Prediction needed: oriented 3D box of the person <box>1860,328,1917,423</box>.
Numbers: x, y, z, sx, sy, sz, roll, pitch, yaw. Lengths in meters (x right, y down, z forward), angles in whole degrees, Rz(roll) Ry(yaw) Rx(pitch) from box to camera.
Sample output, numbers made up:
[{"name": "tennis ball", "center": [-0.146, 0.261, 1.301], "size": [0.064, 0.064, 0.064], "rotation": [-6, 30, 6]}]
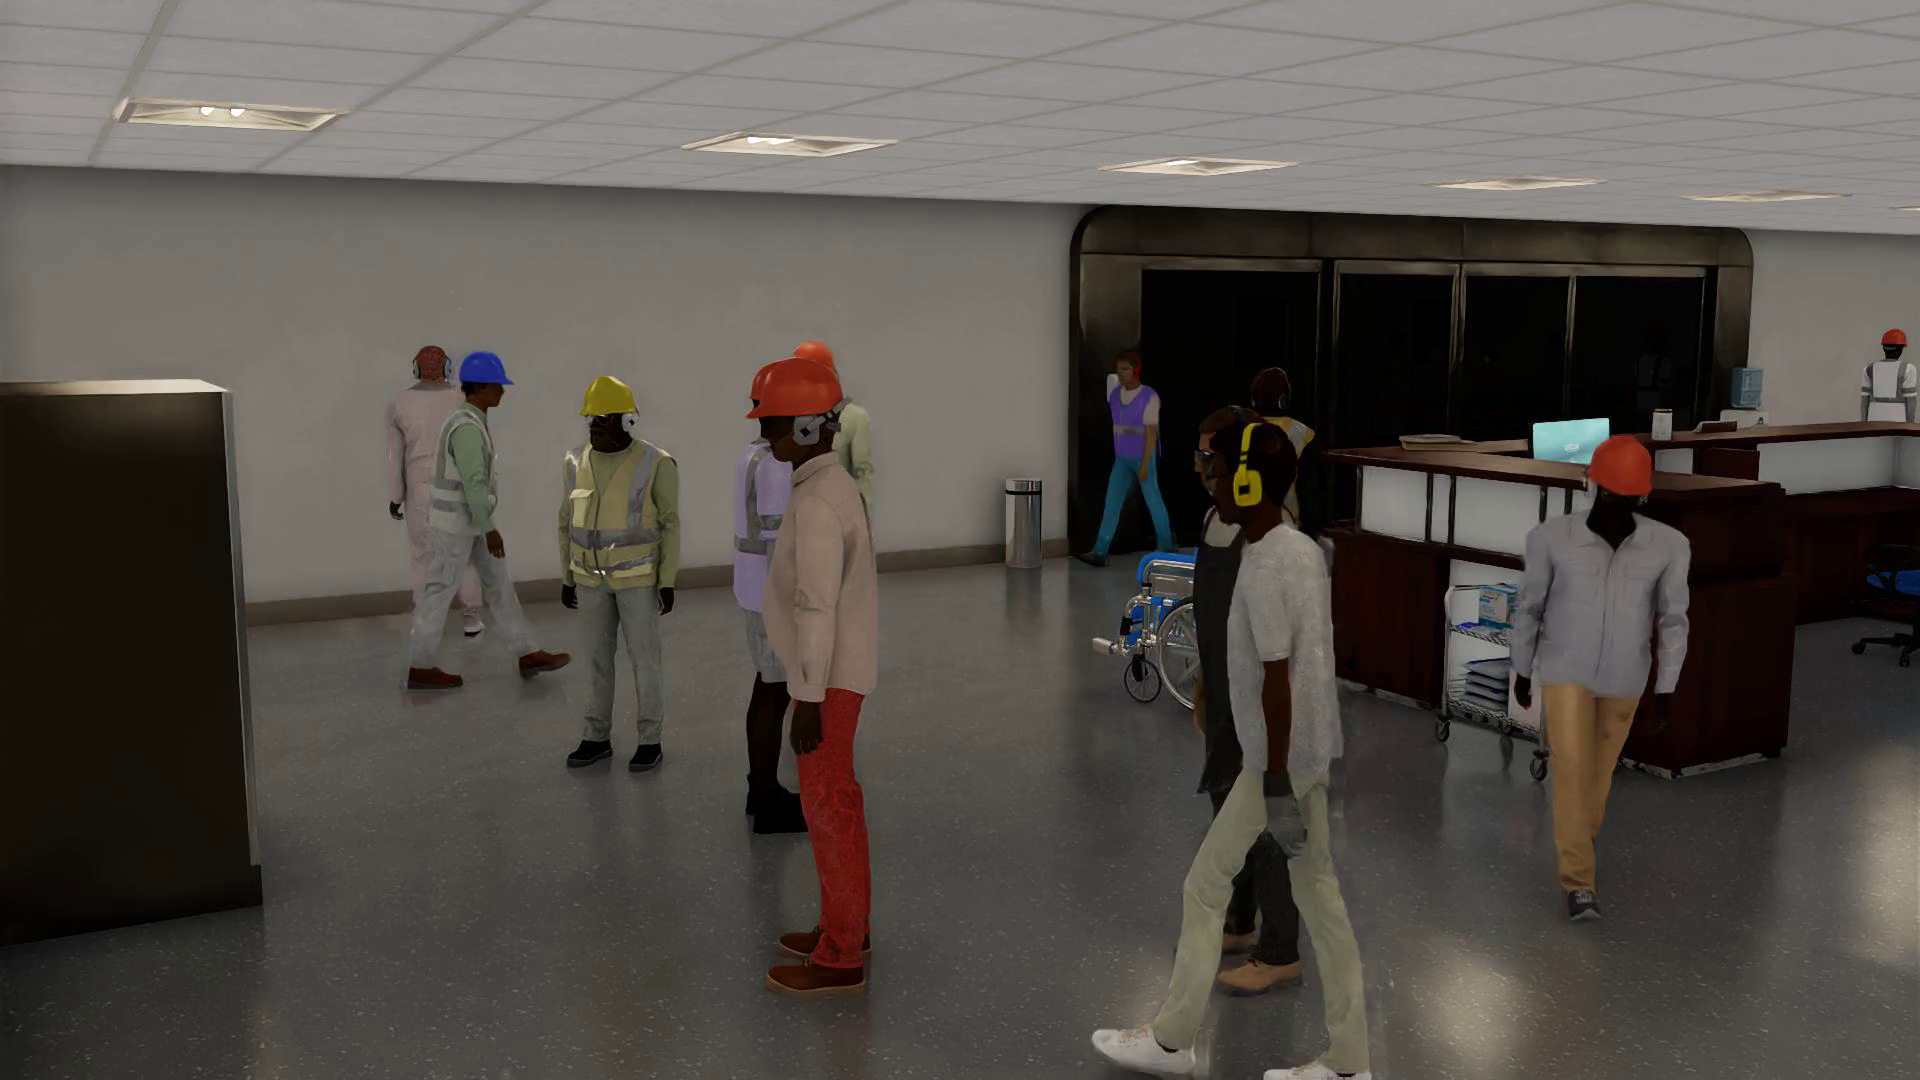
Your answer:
[{"name": "person", "center": [9.755, -1.247, 17.473], "size": [0.364, 1.938, 0.543], "rotation": [-6, 10, -39]}]

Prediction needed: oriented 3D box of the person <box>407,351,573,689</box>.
[{"name": "person", "center": [-2.676, -0.103, 9.343], "size": [0.977, 1.891, 0.608], "rotation": [-1, 8, -9]}]

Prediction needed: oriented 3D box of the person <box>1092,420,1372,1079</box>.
[{"name": "person", "center": [0.748, 0.599, 4.498], "size": [0.872, 1.826, 0.501], "rotation": [5, 9, 30]}]

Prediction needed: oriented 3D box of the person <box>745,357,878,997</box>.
[{"name": "person", "center": [-0.457, 0.425, 5.222], "size": [0.402, 1.987, 0.608], "rotation": [0, 8, -4]}]

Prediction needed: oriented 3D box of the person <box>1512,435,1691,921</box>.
[{"name": "person", "center": [2.251, 0.474, 5.859], "size": [0.558, 1.691, 0.863], "rotation": [1, 8, 9]}]

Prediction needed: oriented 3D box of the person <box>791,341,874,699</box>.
[{"name": "person", "center": [-0.778, -0.101, 9.136], "size": [0.616, 1.950, 0.982], "rotation": [0, 8, 0]}]

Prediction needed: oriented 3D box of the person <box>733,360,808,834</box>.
[{"name": "person", "center": [-0.736, 0.230, 6.834], "size": [0.378, 1.931, 0.545], "rotation": [-2, 8, -15]}]

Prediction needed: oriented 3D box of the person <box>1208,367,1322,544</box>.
[{"name": "person", "center": [1.604, 0.010, 8.767], "size": [0.625, 1.838, 0.430], "rotation": [5, 9, 30]}]

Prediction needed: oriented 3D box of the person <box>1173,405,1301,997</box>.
[{"name": "person", "center": [0.886, 0.495, 5.243], "size": [0.342, 1.837, 0.503], "rotation": [-3, 8, -18]}]

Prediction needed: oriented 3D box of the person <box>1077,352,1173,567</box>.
[{"name": "person", "center": [1.443, -0.662, 13.819], "size": [1.047, 1.781, 0.581], "rotation": [-6, 10, -38]}]

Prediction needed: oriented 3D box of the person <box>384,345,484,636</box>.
[{"name": "person", "center": [-3.387, -0.307, 10.809], "size": [0.639, 1.902, 0.407], "rotation": [-3, 8, -20]}]

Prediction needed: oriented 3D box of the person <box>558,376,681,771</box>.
[{"name": "person", "center": [-1.590, 0.157, 7.689], "size": [0.597, 1.831, 0.403], "rotation": [2, 8, 16]}]
